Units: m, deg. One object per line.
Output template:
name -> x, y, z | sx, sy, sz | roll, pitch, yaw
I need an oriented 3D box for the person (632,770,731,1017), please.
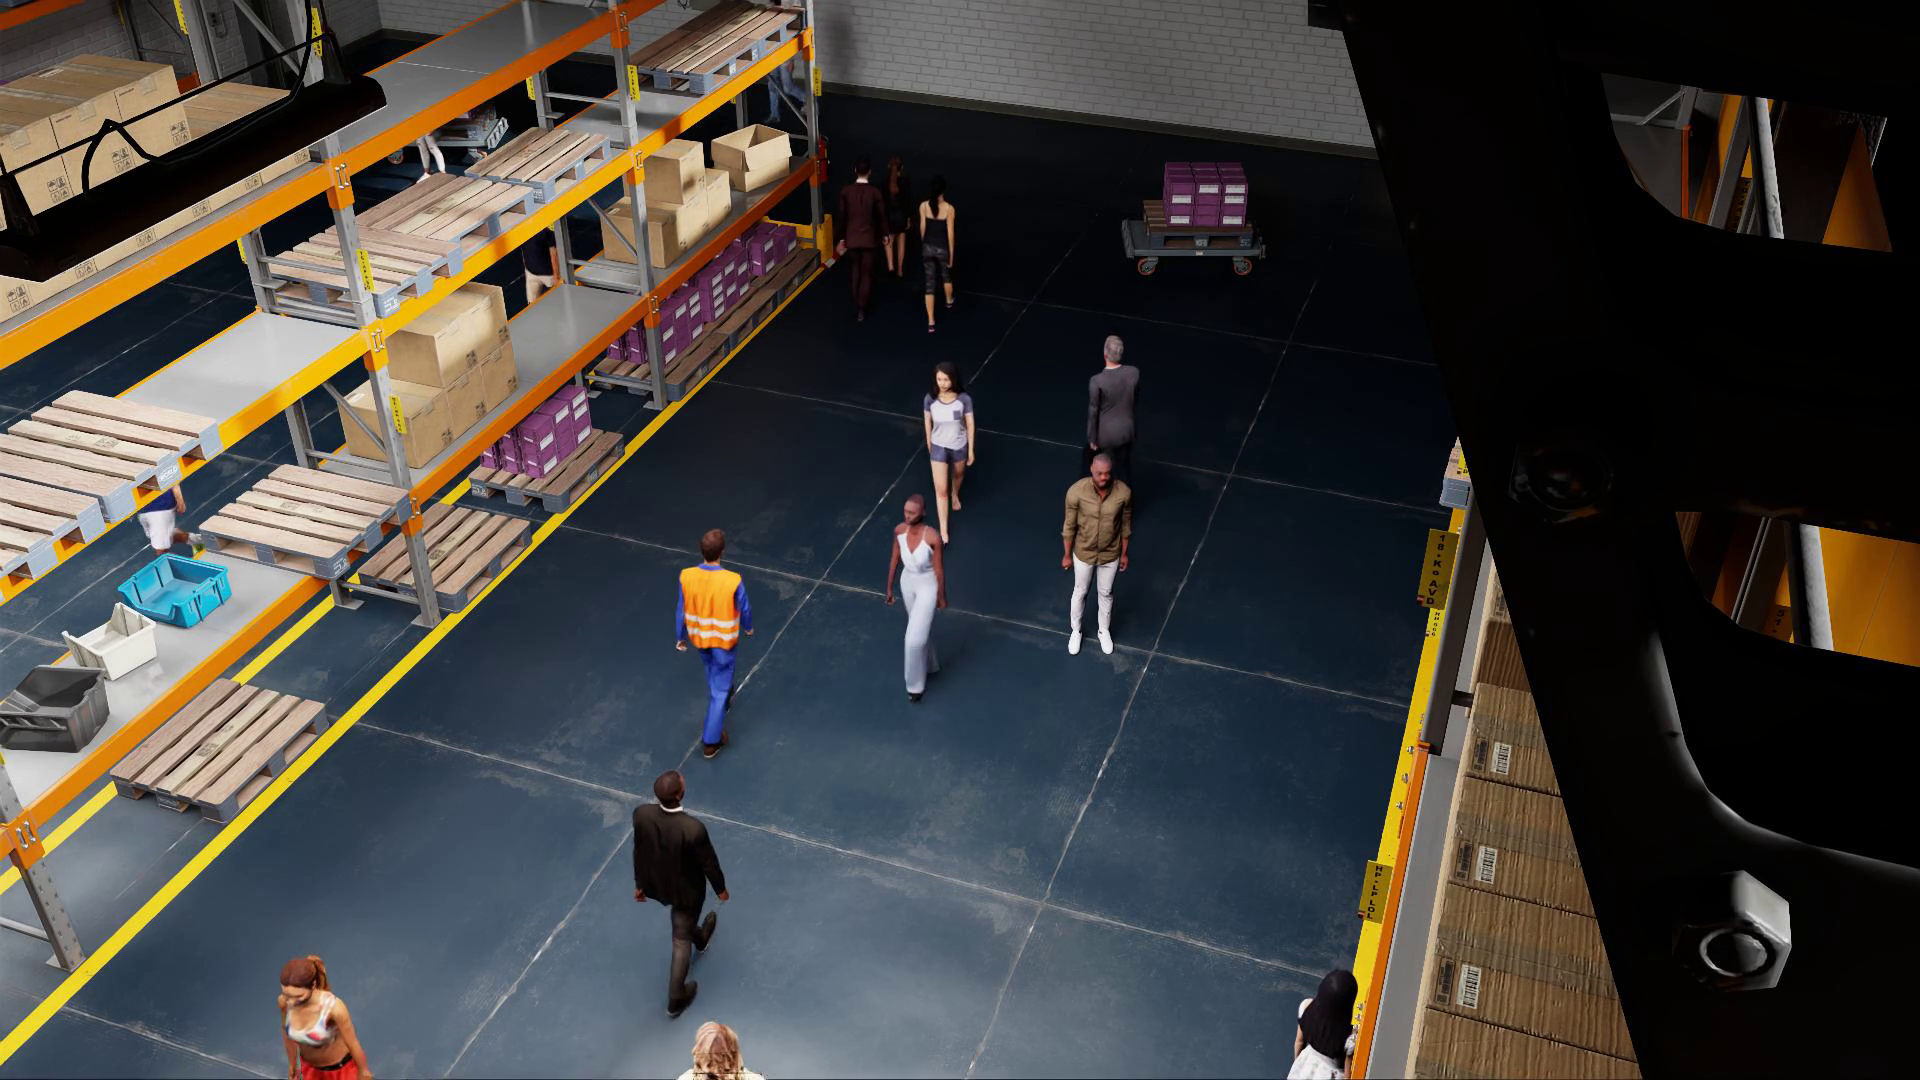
person -> -1.781, 2.202, 10.209 | 0.734, 1.772, 1.022 | 13, 36, 19

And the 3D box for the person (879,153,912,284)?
person -> -0.750, -3.721, 19.326 | 0.743, 1.544, 0.943 | -2, 34, -2

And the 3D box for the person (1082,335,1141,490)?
person -> 1.400, -0.942, 14.900 | 1.008, 1.816, 1.079 | -10, 35, -15

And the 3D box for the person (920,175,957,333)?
person -> -0.286, -3.105, 18.268 | 0.704, 1.689, 1.122 | 5, 34, 7

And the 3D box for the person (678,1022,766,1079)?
person -> -1.208, 3.254, 8.724 | 0.890, 1.663, 1.230 | 1, 34, 1

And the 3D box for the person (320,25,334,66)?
person -> -8.588, -6.228, 22.907 | 0.688, 1.755, 0.796 | 8, 34, 12

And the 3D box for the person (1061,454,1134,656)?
person -> 1.096, 0.092, 13.335 | 0.801, 1.825, 0.735 | -2, 34, -2

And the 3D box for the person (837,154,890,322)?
person -> -1.103, -3.301, 18.425 | 0.747, 1.843, 0.879 | 7, 34, 11

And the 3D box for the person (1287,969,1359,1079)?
person -> 1.959, 2.993, 9.021 | 0.800, 1.769, 0.775 | -25, 41, -32

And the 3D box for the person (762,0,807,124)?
person -> -2.484, -6.897, 23.853 | 1.193, 1.821, 1.038 | -20, 39, -27

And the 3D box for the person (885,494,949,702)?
person -> -0.259, 0.373, 12.966 | 0.711, 1.766, 0.818 | 20, 39, 27

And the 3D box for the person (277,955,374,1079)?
person -> -3.423, 2.862, 9.213 | 0.602, 1.774, 0.718 | 14, 36, 20

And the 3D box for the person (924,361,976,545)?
person -> -0.077, -0.873, 14.947 | 0.882, 1.648, 1.218 | -1, 34, -1

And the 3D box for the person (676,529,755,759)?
person -> -1.836, 0.811, 12.250 | 0.704, 1.829, 0.996 | 9, 35, 13
